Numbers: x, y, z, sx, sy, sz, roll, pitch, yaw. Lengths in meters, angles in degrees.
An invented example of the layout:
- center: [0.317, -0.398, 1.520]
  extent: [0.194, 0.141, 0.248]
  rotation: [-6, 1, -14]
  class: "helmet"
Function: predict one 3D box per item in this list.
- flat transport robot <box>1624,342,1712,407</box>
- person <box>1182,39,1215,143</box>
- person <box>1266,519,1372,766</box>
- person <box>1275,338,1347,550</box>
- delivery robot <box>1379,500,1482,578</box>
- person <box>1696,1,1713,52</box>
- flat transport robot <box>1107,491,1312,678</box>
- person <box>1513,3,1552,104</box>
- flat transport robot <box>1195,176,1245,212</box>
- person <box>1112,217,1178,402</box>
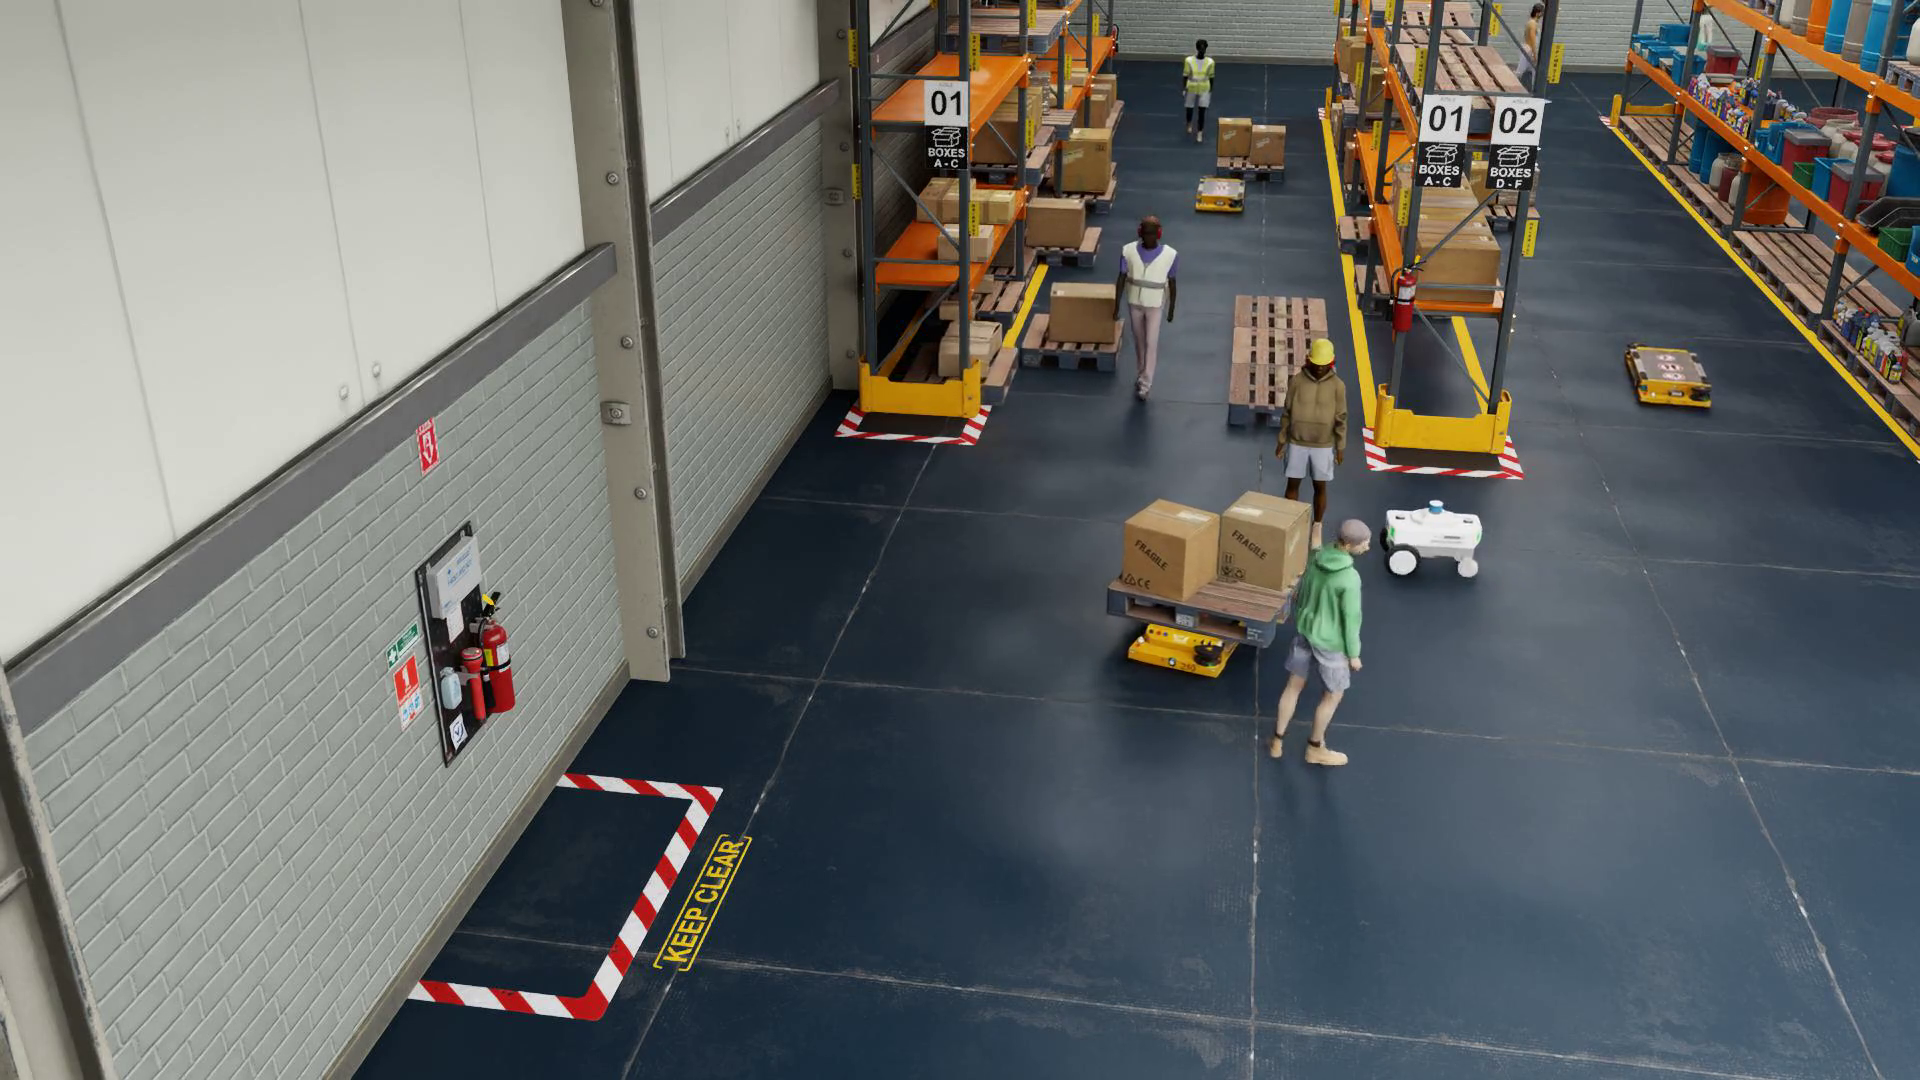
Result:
- center: [7.213, -1.688, 16.971]
  extent: [0.659, 0.231, 1.431]
  rotation: [6, 26, 13]
  class: "flat transport robot"
- center: [3.975, -7.525, 27.784]
  extent: [0.539, 1.678, 0.552]
  rotation: [2, 25, 5]
  class: "person"
- center: [2.210, 0.622, 10.331]
  extent: [0.374, 1.707, 0.625]
  rotation: [-11, 27, -22]
  class: "person"
- center: [2.806, -0.783, 13.276]
  extent: [0.541, 1.756, 0.415]
  rotation: [8, 26, 16]
  class: "person"
- center: [3.692, -0.023, 13.060]
  extent: [0.782, 0.587, 0.499]
  rotation: [3, 25, 7]
  class: "delivery robot"
- center: [14.380, -9.689, 32.385]
  extent: [0.957, 1.704, 0.510]
  rotation: [-4, 25, -9]
  class: "person"
- center: [1.787, 0.555, 12.169]
  extent: [0.659, 0.231, 1.431]
  rotation: [12, 27, 23]
  class: "flat transport robot"
- center: [10.531, -9.018, 30.832]
  extent: [0.992, 1.817, 0.494]
  rotation: [11, 27, 23]
  class: "person"
- center: [3.775, -5.001, 24.061]
  extent: [0.659, 0.231, 1.431]
  rotation: [4, 25, 9]
  class: "flat transport robot"
- center: [1.813, -2.288, 16.448]
  extent: [0.574, 1.798, 0.965]
  rotation: [10, 27, 20]
  class: "person"
